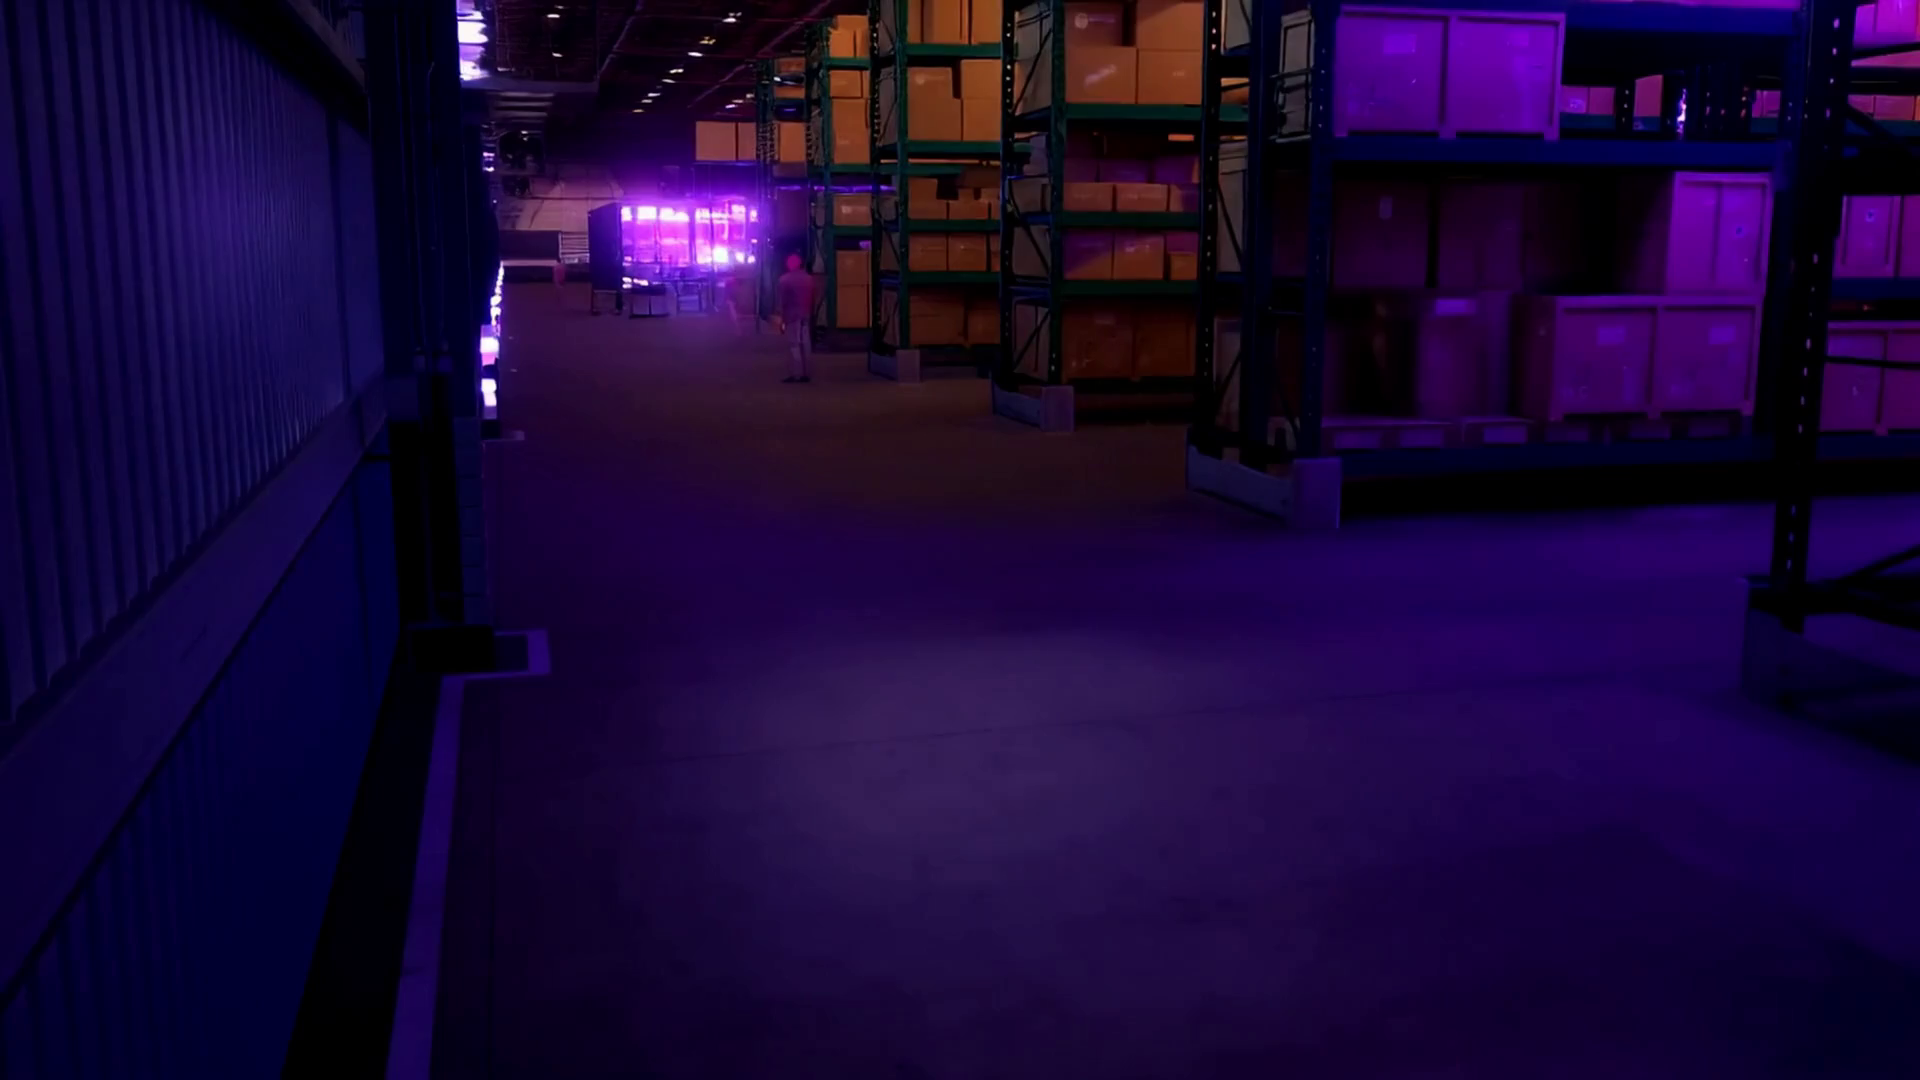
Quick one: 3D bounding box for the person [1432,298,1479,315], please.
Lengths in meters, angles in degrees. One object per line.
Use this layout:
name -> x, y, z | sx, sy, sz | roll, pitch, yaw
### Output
person -> 4.873, -1.760, 16.077 | 0.730, 1.909, 0.566 | -4, 11, -22

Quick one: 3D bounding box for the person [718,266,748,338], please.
person -> -5.023, -5.259, 36.798 | 0.613, 1.578, 0.872 | -6, 12, -30

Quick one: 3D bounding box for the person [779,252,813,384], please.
person -> -2.440, -3.286, 24.644 | 0.371, 1.941, 0.627 | 7, 12, 36

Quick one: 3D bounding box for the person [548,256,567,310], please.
person -> -12.828, -8.186, 53.006 | 0.572, 1.727, 0.768 | -3, 10, -16
